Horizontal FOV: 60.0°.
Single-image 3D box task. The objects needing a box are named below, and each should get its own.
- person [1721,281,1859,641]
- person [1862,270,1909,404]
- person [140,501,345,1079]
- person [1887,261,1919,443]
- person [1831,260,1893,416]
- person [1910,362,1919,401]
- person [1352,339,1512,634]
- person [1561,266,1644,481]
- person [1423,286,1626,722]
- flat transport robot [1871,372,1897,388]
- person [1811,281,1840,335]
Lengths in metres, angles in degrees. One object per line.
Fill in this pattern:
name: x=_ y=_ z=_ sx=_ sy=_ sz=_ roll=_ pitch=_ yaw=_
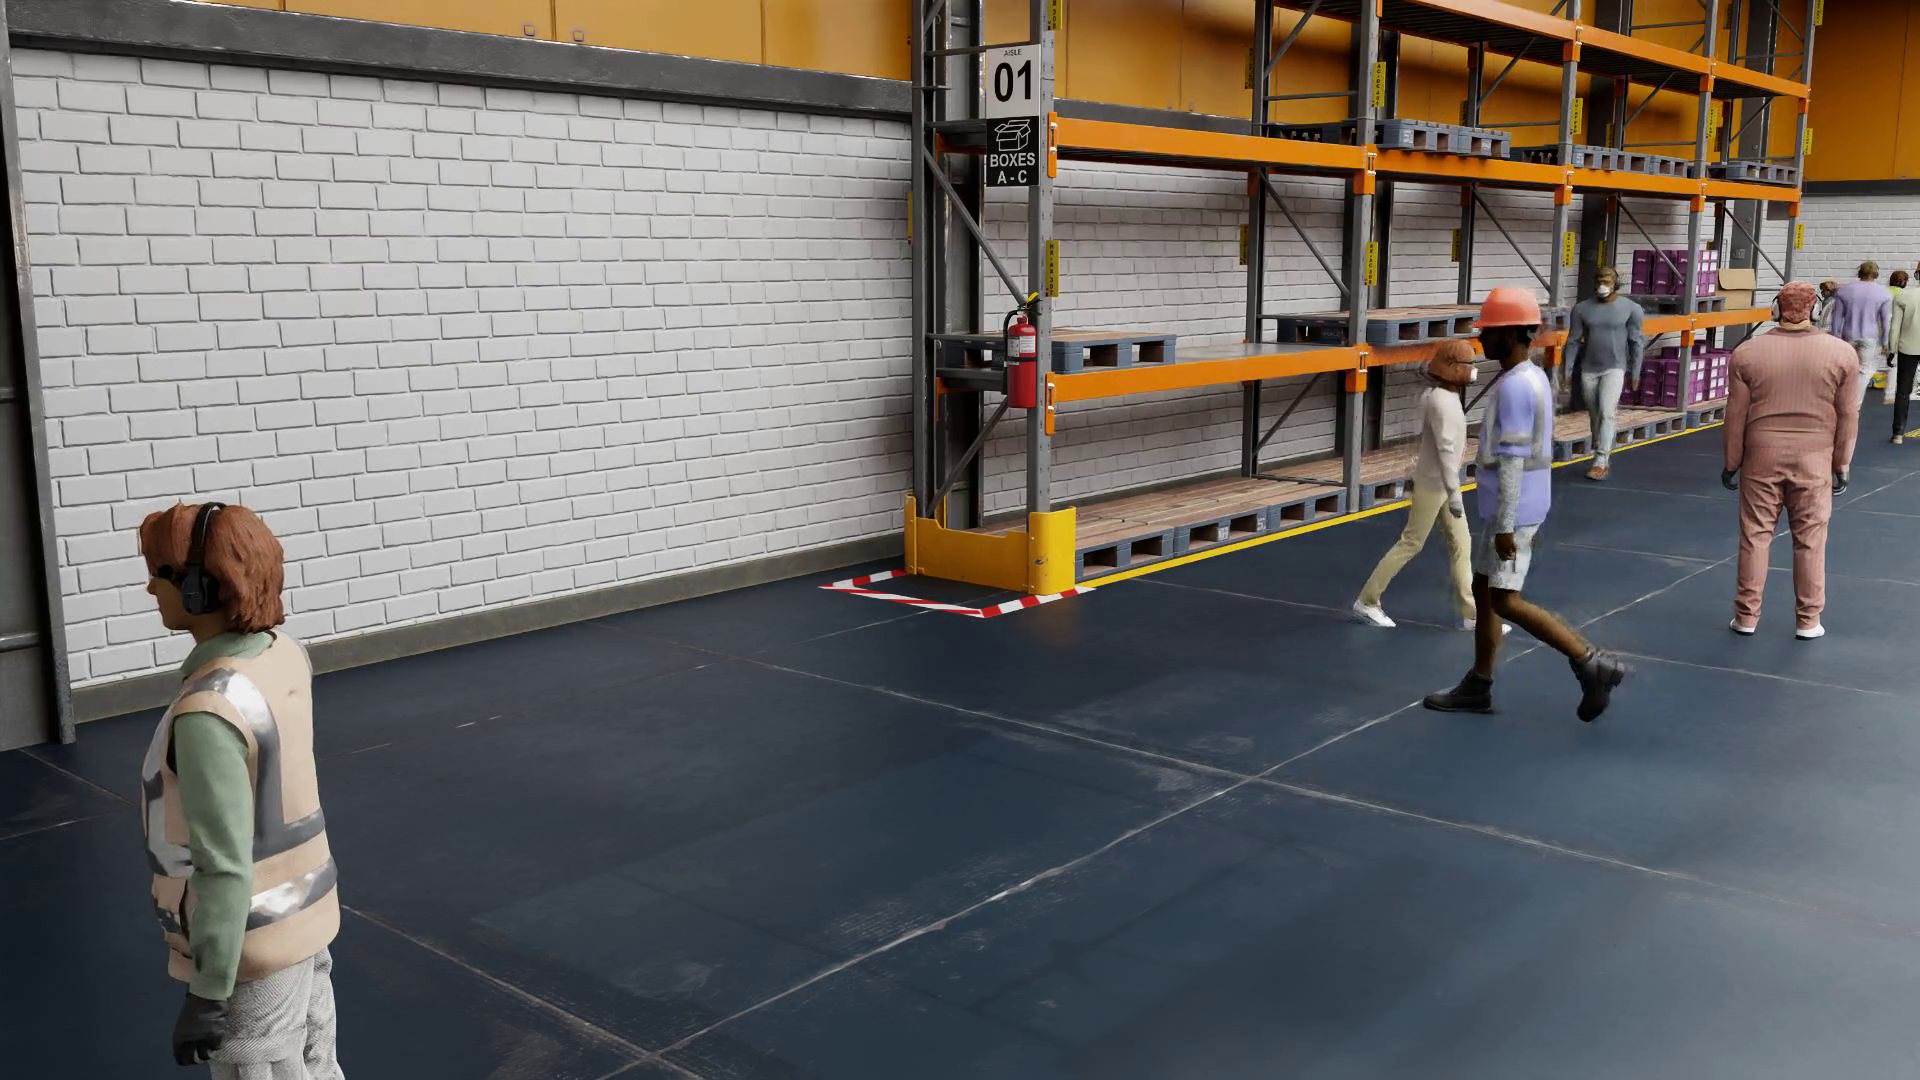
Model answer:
person: x=4.400 y=-0.417 z=8.854 sx=0.639 sy=1.903 sz=0.407 roll=5 pitch=11 yaw=26
person: x=12.292 y=-2.686 z=22.115 sx=0.684 sy=1.805 sz=0.684 roll=-6 pitch=11 yaw=-30
person: x=-1.283 y=0.739 z=3.012 sx=0.311 sy=1.642 sz=0.512 roll=-1 pitch=10 yaw=-8
person: x=10.182 y=-2.006 z=17.631 sx=0.622 sy=1.992 sz=0.393 roll=6 pitch=11 yaw=29
person: x=11.084 y=-2.468 z=20.456 sx=0.657 sy=1.925 sz=0.444 roll=8 pitch=13 yaw=38
person: x=13.034 y=-2.679 z=22.544 sx=0.614 sy=1.605 sz=0.519 roll=3 pitch=10 yaw=17
person: x=2.549 y=-0.288 z=8.986 sx=0.827 sy=1.596 sz=0.512 roll=4 pitch=11 yaw=23
person: x=5.701 y=-1.481 z=14.888 sx=0.647 sy=1.902 sz=0.882 roll=8 pitch=13 yaw=38
person: x=2.481 y=-0.135 z=7.210 sx=0.768 sy=1.920 sz=0.554 roll=4 pitch=11 yaw=22
flat transport robot: x=13.163 y=-2.415 z=24.865 sx=1.431 sy=0.197 sz=0.652 roll=3 pitch=11 yaw=19
person: x=11.873 y=-2.740 z=22.874 sx=0.377 sy=1.633 sz=0.559 roll=0 pitch=10 yaw=-1
